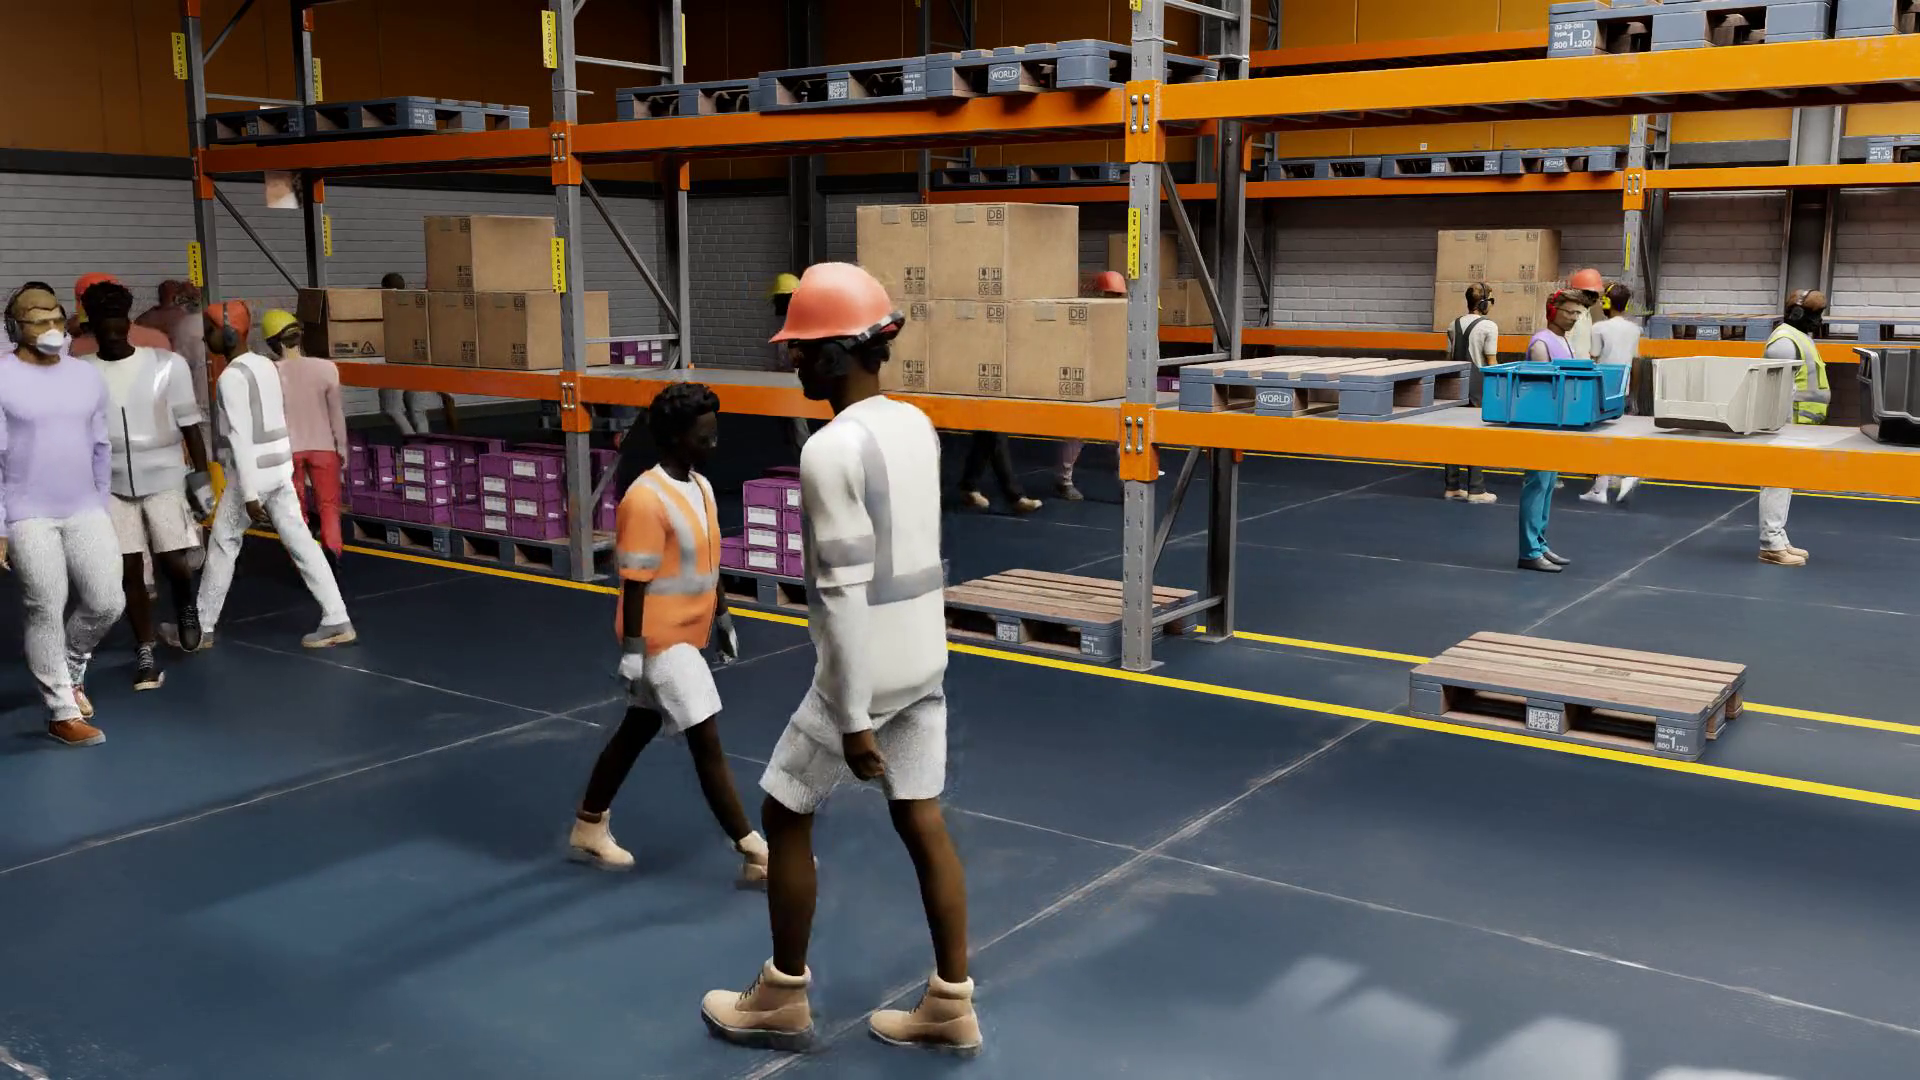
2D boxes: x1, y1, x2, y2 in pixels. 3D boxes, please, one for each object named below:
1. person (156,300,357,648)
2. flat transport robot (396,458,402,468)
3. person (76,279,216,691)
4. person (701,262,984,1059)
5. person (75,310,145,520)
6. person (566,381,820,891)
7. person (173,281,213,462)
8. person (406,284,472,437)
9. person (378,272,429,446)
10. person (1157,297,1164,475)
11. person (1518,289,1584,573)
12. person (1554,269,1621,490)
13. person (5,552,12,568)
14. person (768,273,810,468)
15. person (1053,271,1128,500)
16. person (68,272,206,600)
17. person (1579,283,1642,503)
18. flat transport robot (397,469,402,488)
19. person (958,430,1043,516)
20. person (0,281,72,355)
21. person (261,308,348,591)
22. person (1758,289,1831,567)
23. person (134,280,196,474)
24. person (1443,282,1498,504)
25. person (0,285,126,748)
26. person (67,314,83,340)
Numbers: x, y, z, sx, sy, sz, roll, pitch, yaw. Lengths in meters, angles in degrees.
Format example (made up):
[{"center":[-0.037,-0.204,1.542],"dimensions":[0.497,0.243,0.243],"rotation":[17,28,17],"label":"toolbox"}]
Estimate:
[{"center":[-3.657,-0.318,8.592],"dimensions":[1.044,1.826,0.583],"rotation":[1,10,5],"label":"person"},{"center":[-5.345,-0.631,15.057],"dimensions":[0.652,0.197,1.431],"rotation":[-5,11,-27],"label":"flat transport robot"},{"center":[-3.907,-0.266,7.929],"dimensions":[0.660,1.938,0.654],"rotation":[-3,10,-17],"label":"person"},{"center":[-0.322,0.322,4.215],"dimensions":[0.875,2.010,0.613],"rotation":[5,11,27],"label":"person"},{"center":[-6.534,-0.940,12.616],"dimensions":[0.536,1.723,0.881],"rotation":[2,10,13],"label":"person"},{"center":[-0.917,0.307,5.384],"dimensions":[0.913,1.636,0.537],"rotation":[2,10,10],"label":"person"},{"center":[-6.370,-1.280,14.220],"dimensions":[0.454,1.865,0.743],"rotation":[7,12,37],"label":"person"},{"center":[-5.480,-1.790,17.318],"dimensions":[0.552,1.830,1.106],"rotation":[2,10,10],"label":"person"},{"center":[-5.368,-1.626,16.093],"dimensions":[0.490,1.915,0.641],"rotation":[5,11,29],"label":"person"},{"center":[1.759,-1.483,15.781],"dimensions":[0.308,1.736,0.484],"rotation":[-3,10,-17],"label":"person"},{"center":[3.854,-0.721,10.936],"dimensions":[0.390,1.838,0.563],"rotation":[6,11,32],"label":"person"},{"center":[5.498,-1.394,14.607],"dimensions":[0.970,1.938,0.605],"rotation":[5,11,28],"label":"person"},{"center":[-6.438,-0.681,10.589],"dimensions":[0.973,1.860,0.662],"rotation":[-8,13,-41],"label":"person"},{"center":[-1.412,-1.278,13.999],"dimensions":[0.380,1.924,0.592],"rotation":[-1,10,-9],"label":"person"},{"center":[1.166,-1.255,13.832],"dimensions":[0.607,1.947,1.044],"rotation":[-8,12,-40],"label":"person"},{"center":[-4.905,-0.611,9.941],"dimensions":[0.662,1.954,0.734],"rotation":[0,10,-1],"label":"person"},{"center":[5.385,-1.191,13.715],"dimensions":[0.526,1.846,0.630],"rotation":[-4,11,-25],"label":"person"},{"center":[-4.593,-0.496,14.251],"dimensions":[1.431,0.197,0.652],"rotation":[-4,10,-24],"label":"flat transport robot"},{"center":[0.304,-1.232,13.378],"dimensions":[1.031,2.000,0.694],"rotation":[8,13,41],"label":"person"},{"center":[-6.344,-0.812,11.344],"dimensions":[0.447,1.882,0.655],"rotation":[9,13,41],"label":"person"},{"center":[-3.943,-0.518,10.011],"dimensions":[0.542,1.739,0.634],"rotation":[-5,11,-29],"label":"person"},{"center":[5.573,-0.753,11.140],"dimensions":[0.429,1.838,0.621],"rotation":[6,11,32],"label":"person"},{"center":[-7.264,-1.463,15.346],"dimensions":[0.647,1.856,1.022],"rotation":[2,10,9],"label":"person"},{"center":[4.289,-1.229,13.937],"dimensions":[0.326,1.843,0.517],"rotation":[-6,11,-32],"label":"person"},{"center":[-3.770,-0.088,6.899],"dimensions":[0.470,1.921,0.636],"rotation":[6,11,32],"label":"person"},{"center":[-7.037,-1.015,13.380],"dimensions":[0.585,1.591,0.791],"rotation":[8,12,39],"label":"person"}]
